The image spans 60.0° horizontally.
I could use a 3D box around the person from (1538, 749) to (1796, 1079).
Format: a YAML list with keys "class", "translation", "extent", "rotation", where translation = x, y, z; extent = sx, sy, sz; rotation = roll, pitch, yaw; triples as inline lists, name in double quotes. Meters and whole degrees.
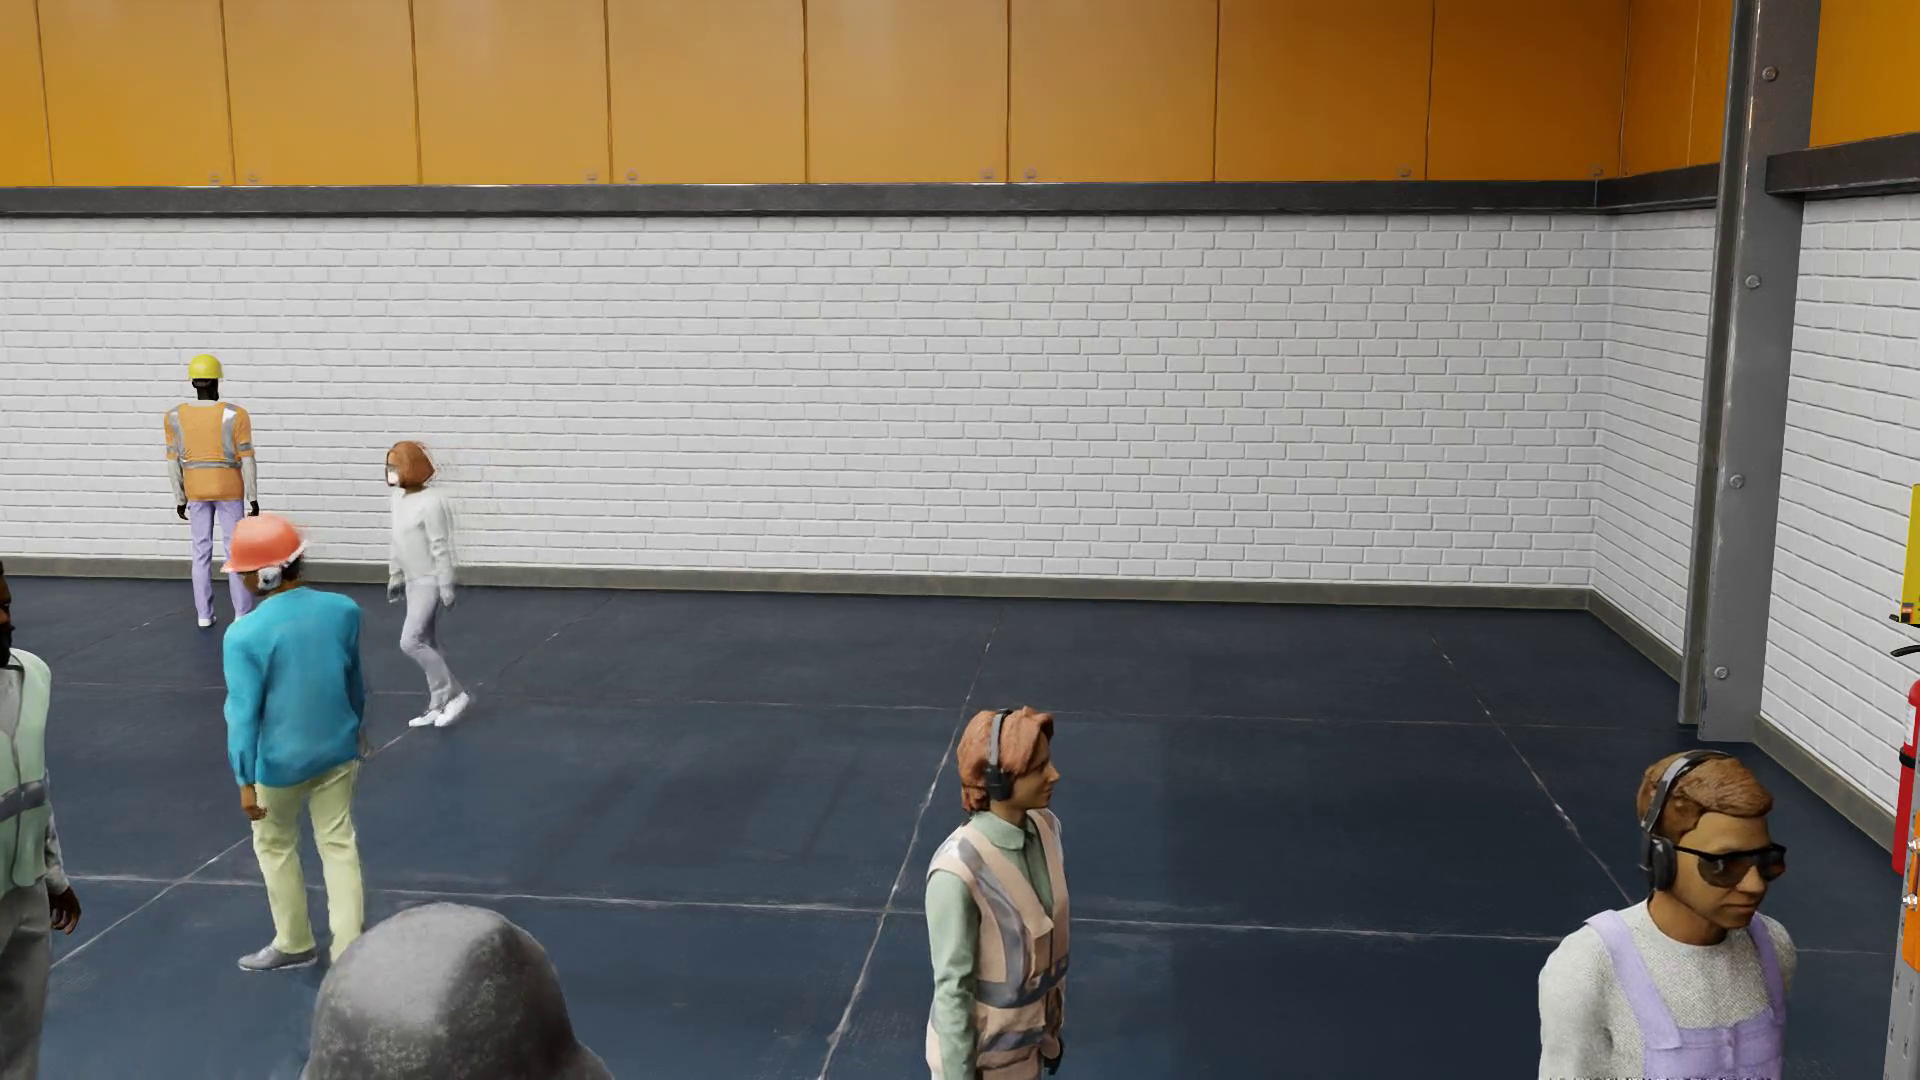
- class: "person"
  translation: [1.195, 1.244, 2.852]
  extent: [0.505, 1.846, 0.347]
  rotation: [-4, 11, -23]

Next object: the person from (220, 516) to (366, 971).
- class: "person"
  translation: [-2.374, 0.751, 6.012]
  extent: [0.511, 1.724, 0.658]
  rotation: [6, 12, 32]

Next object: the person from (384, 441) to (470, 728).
- class: "person"
  translation: [-2.975, 0.257, 9.168]
  extent: [0.376, 1.620, 0.501]
  rotation: [-8, 13, -38]

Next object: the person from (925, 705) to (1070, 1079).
- class: "person"
  translation: [0.088, 1.178, 3.803]
  extent: [0.314, 1.644, 0.515]
  rotation: [5, 11, 29]

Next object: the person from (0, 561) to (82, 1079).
- class: "person"
  translation: [-2.564, 0.948, 4.340]
  extent: [0.373, 1.915, 0.594]
  rotation: [1, 10, 8]

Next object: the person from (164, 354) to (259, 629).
- class: "person"
  translation: [-5.217, -0.335, 11.649]
  extent: [0.587, 1.930, 0.359]
  rotation: [-1, 10, -7]
